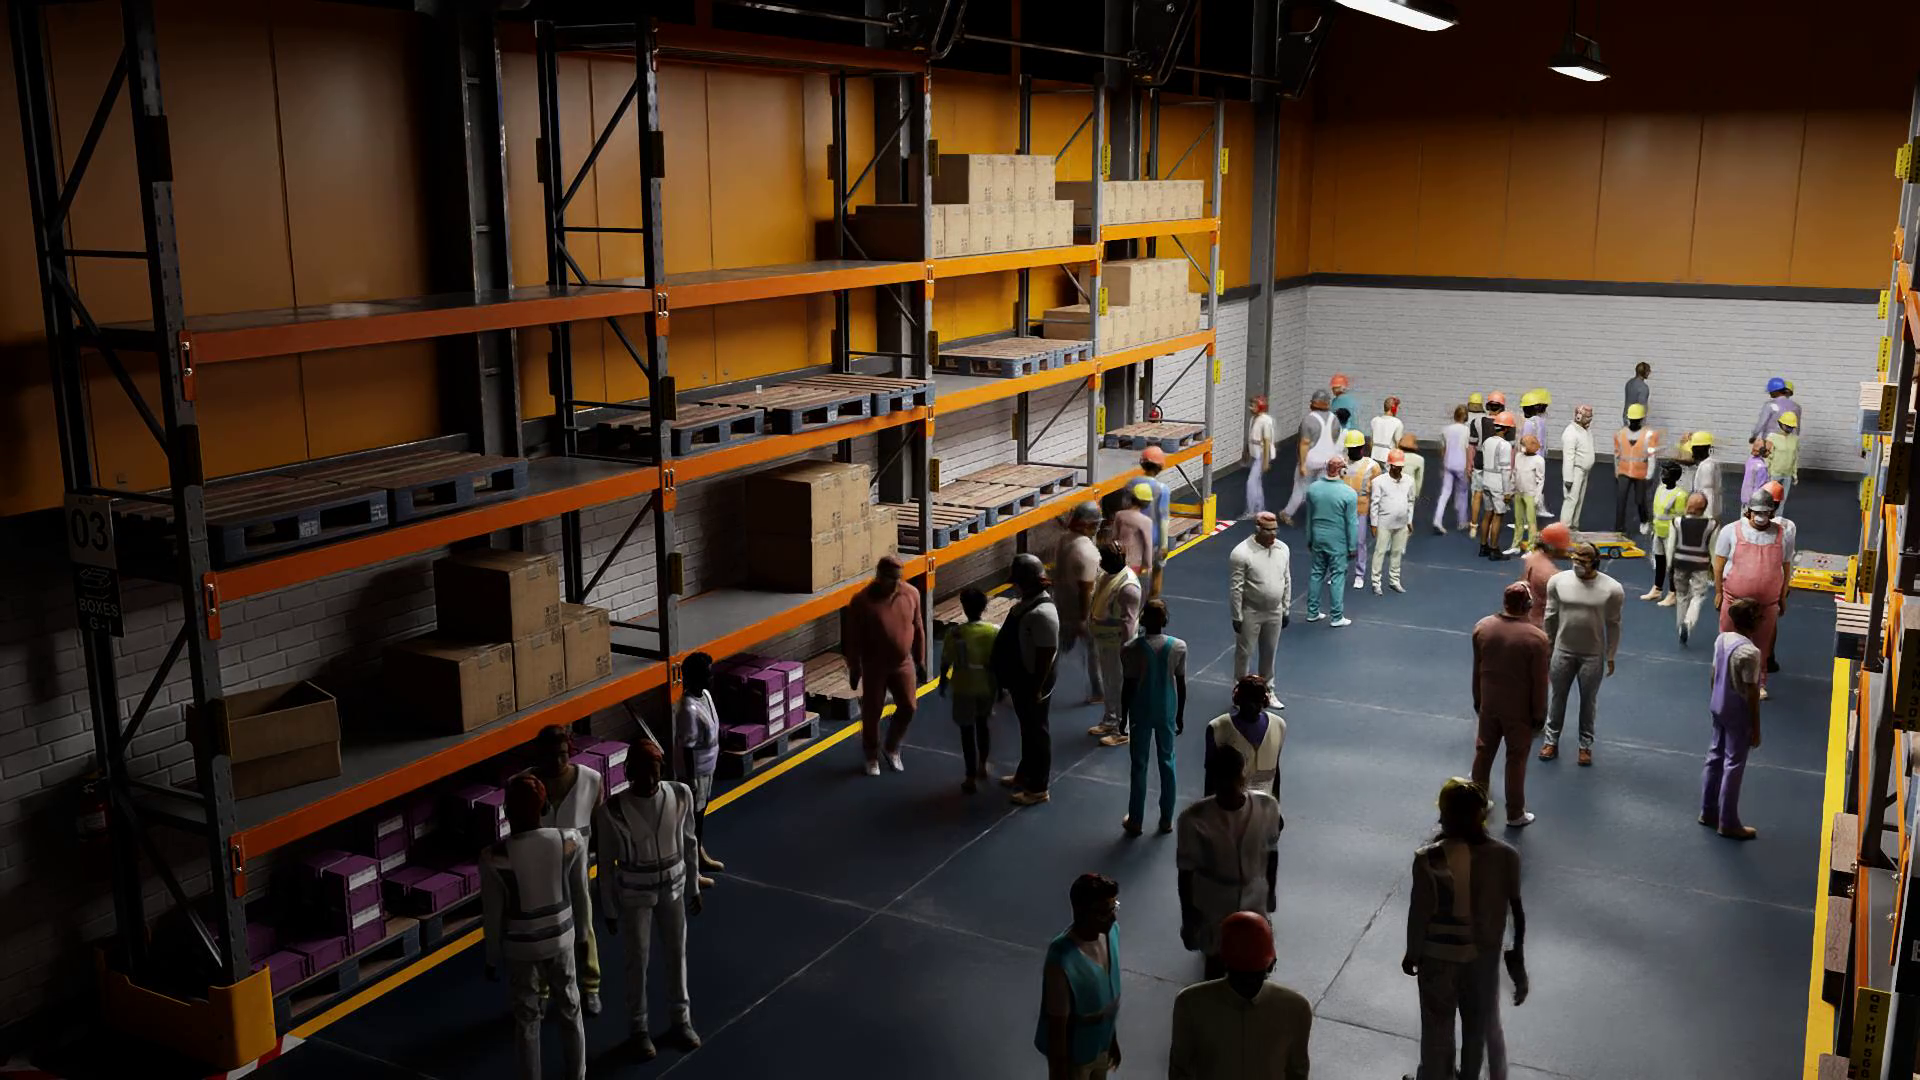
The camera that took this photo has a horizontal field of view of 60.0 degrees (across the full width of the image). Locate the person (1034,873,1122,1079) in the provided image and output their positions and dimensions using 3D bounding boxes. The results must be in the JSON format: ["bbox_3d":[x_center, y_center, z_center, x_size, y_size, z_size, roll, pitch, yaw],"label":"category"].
[{"bbox_3d":[0.552,2.409,7.804,0.389,1.836,0.561,7,14,28],"label":"person"}]

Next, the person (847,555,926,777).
[{"bbox_3d":[-0.600,1.036,13.805,0.713,1.884,0.430,-6,14,-26],"label":"person"}]

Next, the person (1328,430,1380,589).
[{"bbox_3d":[4.729,-0.371,20.028,0.594,1.924,0.384,8,15,30],"label":"person"}]

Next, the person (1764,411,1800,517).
[{"bbox_3d":[11.200,-0.884,22.701,0.524,1.764,0.323,-3,13,-12],"label":"person"}]

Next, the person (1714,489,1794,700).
[{"bbox_3d":[7.533,0.514,15.807,0.678,2.000,0.537,3,13,14],"label":"person"}]

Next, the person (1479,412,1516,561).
[{"bbox_3d":[6.955,-0.695,21.493,0.388,1.926,0.549,-3,13,-13],"label":"person"}]

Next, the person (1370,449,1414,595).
[{"bbox_3d":[5.134,-0.217,19.727,0.575,1.749,0.335,-4,13,-16],"label":"person"}]

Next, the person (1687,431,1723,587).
[{"bbox_3d":[8.994,-0.364,20.066,0.554,1.895,0.617,5,14,22],"label":"person"}]

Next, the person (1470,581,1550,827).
[{"bbox_3d":[4.253,1.249,12.853,0.397,1.899,0.640,-10,16,-38],"label":"person"}]

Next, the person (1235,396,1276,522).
[{"bbox_3d":[4.180,-1.162,23.803,0.619,1.818,0.613,-2,13,-8],"label":"person"}]

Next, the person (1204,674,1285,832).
[{"bbox_3d":[1.827,1.743,10.764,0.563,1.838,0.391,-5,13,-20],"label":"person"}]

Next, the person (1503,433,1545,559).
[{"bbox_3d":[7.349,-0.577,21.612,0.279,1.633,0.499,-7,14,-28],"label":"person"}]

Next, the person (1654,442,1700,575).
[{"bbox_3d":[8.897,-0.373,20.517,0.534,1.710,0.362,-4,13,-16],"label":"person"}]

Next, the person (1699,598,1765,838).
[{"bbox_3d":[5.884,1.338,12.585,0.389,1.842,0.543,-2,13,-9],"label":"person"}]

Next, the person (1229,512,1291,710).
[{"bbox_3d":[2.802,0.666,15.451,0.644,1.901,0.399,-6,14,-24],"label":"person"}]

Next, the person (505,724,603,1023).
[{"bbox_3d":[-2.376,1.951,9.855,0.561,1.836,0.389,-4,13,-16],"label":"person"}]

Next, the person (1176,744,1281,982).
[{"bbox_3d":[1.509,2.026,9.323,0.642,1.908,0.710,-1,13,-6],"label":"person"}]

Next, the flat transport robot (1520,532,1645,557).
[{"bbox_3d":[8.161,0.057,21.851,1.431,0.197,0.652,-1,13,-2],"label":"flat transport robot"}]

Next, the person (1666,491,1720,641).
[{"bbox_3d":[7.798,0.291,17.742,0.528,1.618,0.621,8,15,32],"label":"person"}]

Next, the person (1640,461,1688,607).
[{"bbox_3d":[8.168,-0.072,19.205,0.322,1.696,0.536,-3,13,-11],"label":"person"}]

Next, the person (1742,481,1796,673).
[{"bbox_3d":[8.060,0.368,16.691,0.543,1.940,0.361,8,15,33],"label":"person"}]

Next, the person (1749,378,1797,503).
[{"bbox_3d":[12.283,-1.497,25.102,0.623,1.913,0.507,-5,14,-21],"label":"person"}]

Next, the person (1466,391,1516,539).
[{"bbox_3d":[7.236,-1.015,22.693,0.612,2.029,0.407,4,13,18],"label":"person"}]

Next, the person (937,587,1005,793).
[{"bbox_3d":[0.074,1.188,13.591,0.550,1.681,0.580,-5,14,-21],"label":"person"}]

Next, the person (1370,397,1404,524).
[{"bbox_3d":[6.009,-1.096,23.475,0.389,1.837,0.563,-8,15,-33],"label":"person"}]

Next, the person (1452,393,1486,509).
[{"bbox_3d":[7.594,-1.316,24.704,0.492,1.731,0.324,2,13,9],"label":"person"}]

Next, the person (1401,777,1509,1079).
[{"bbox_3d":[2.647,2.155,8.938,0.595,1.830,0.404,-4,13,-15],"label":"person"}]

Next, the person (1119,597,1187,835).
[{"bbox_3d":[1.455,1.330,12.597,0.509,1.846,0.342,-2,13,-8],"label":"person"}]

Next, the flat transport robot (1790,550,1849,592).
[{"bbox_3d":[10.594,0.372,20.437,0.652,0.197,1.431,8,15,30],"label":"flat transport robot"}]

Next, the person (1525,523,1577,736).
[{"bbox_3d":[5.228,0.786,14.829,0.476,1.953,0.725,0,13,1],"label":"person"}]

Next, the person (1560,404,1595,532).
[{"bbox_3d":[8.329,-0.890,22.427,0.403,1.897,0.654,10,16,38],"label":"person"}]

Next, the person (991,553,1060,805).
[{"bbox_3d":[0.516,1.083,13.262,0.536,2.000,0.676,-2,13,-8],"label":"person"}]

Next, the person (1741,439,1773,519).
[{"bbox_3d":[10.115,-0.480,21.188,0.319,1.631,0.524,1,13,6],"label":"person"}]

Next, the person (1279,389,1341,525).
[{"bbox_3d":[4.958,-1.156,23.286,0.697,2.000,1.010,-6,14,-23],"label":"person"}]

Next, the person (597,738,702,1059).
[{"bbox_3d":[-1.757,2.018,9.449,0.586,1.879,0.359,-8,15,-31],"label":"person"}]

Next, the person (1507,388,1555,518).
[{"bbox_3d":[8.332,-1.308,24.357,0.590,1.878,0.962,-11,16,-40],"label":"person"}]

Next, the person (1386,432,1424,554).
[{"bbox_3d":[5.779,-0.609,21.771,0.522,1.618,0.365,1,13,3],"label":"person"}]

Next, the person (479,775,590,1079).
[{"bbox_3d":[-2.242,2.151,8.833,0.572,1.883,0.354,-7,14,-29],"label":"person"}]

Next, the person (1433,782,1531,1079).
[{"bbox_3d":[2.734,2.179,8.822,0.632,1.845,0.356,11,17,40],"label":"person"}]

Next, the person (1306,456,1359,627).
[{"bbox_3d":[4.124,0.010,18.397,0.399,1.900,0.648,-12,17,-42],"label":"person"}]

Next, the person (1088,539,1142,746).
[{"bbox_3d":[1.348,0.887,14.614,0.429,1.837,0.624,-4,13,-17],"label":"person"}]

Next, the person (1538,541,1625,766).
[{"bbox_3d":[5.254,0.949,14.098,0.629,1.937,0.376,7,14,28],"label":"person"}]

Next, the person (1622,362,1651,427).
[{"bbox_3d":[10.976,-1.936,27.042,0.374,1.932,0.628,0,13,-1],"label":"person"}]

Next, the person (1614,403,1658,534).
[{"bbox_3d":[9.186,-0.939,22.658,0.585,1.896,0.800,8,15,33],"label":"person"}]

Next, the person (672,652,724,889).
[{"bbox_3d":[-1.854,1.604,11.726,0.319,1.691,0.536,1,13,5],"label":"person"}]

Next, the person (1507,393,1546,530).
[{"bbox_3d":[7.985,-1.106,23.354,0.399,1.911,0.596,10,16,38],"label":"person"}]

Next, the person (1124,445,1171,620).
[{"bbox_3d":[2.013,-0.031,18.319,0.613,2.027,0.759,12,17,43],"label":"person"}]

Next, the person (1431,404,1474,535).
[{"bbox_3d":[6.844,-0.973,23.034,0.522,1.805,0.947,10,16,38],"label":"person"}]

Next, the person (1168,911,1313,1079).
[{"bbox_3d":[1.172,2.497,7.033,0.609,1.995,0.375,0,13,-1],"label":"person"}]

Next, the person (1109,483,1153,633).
[{"bbox_3d":[1.782,0.241,17.789,0.903,1.703,0.581,-10,16,-37],"label":"person"}]
